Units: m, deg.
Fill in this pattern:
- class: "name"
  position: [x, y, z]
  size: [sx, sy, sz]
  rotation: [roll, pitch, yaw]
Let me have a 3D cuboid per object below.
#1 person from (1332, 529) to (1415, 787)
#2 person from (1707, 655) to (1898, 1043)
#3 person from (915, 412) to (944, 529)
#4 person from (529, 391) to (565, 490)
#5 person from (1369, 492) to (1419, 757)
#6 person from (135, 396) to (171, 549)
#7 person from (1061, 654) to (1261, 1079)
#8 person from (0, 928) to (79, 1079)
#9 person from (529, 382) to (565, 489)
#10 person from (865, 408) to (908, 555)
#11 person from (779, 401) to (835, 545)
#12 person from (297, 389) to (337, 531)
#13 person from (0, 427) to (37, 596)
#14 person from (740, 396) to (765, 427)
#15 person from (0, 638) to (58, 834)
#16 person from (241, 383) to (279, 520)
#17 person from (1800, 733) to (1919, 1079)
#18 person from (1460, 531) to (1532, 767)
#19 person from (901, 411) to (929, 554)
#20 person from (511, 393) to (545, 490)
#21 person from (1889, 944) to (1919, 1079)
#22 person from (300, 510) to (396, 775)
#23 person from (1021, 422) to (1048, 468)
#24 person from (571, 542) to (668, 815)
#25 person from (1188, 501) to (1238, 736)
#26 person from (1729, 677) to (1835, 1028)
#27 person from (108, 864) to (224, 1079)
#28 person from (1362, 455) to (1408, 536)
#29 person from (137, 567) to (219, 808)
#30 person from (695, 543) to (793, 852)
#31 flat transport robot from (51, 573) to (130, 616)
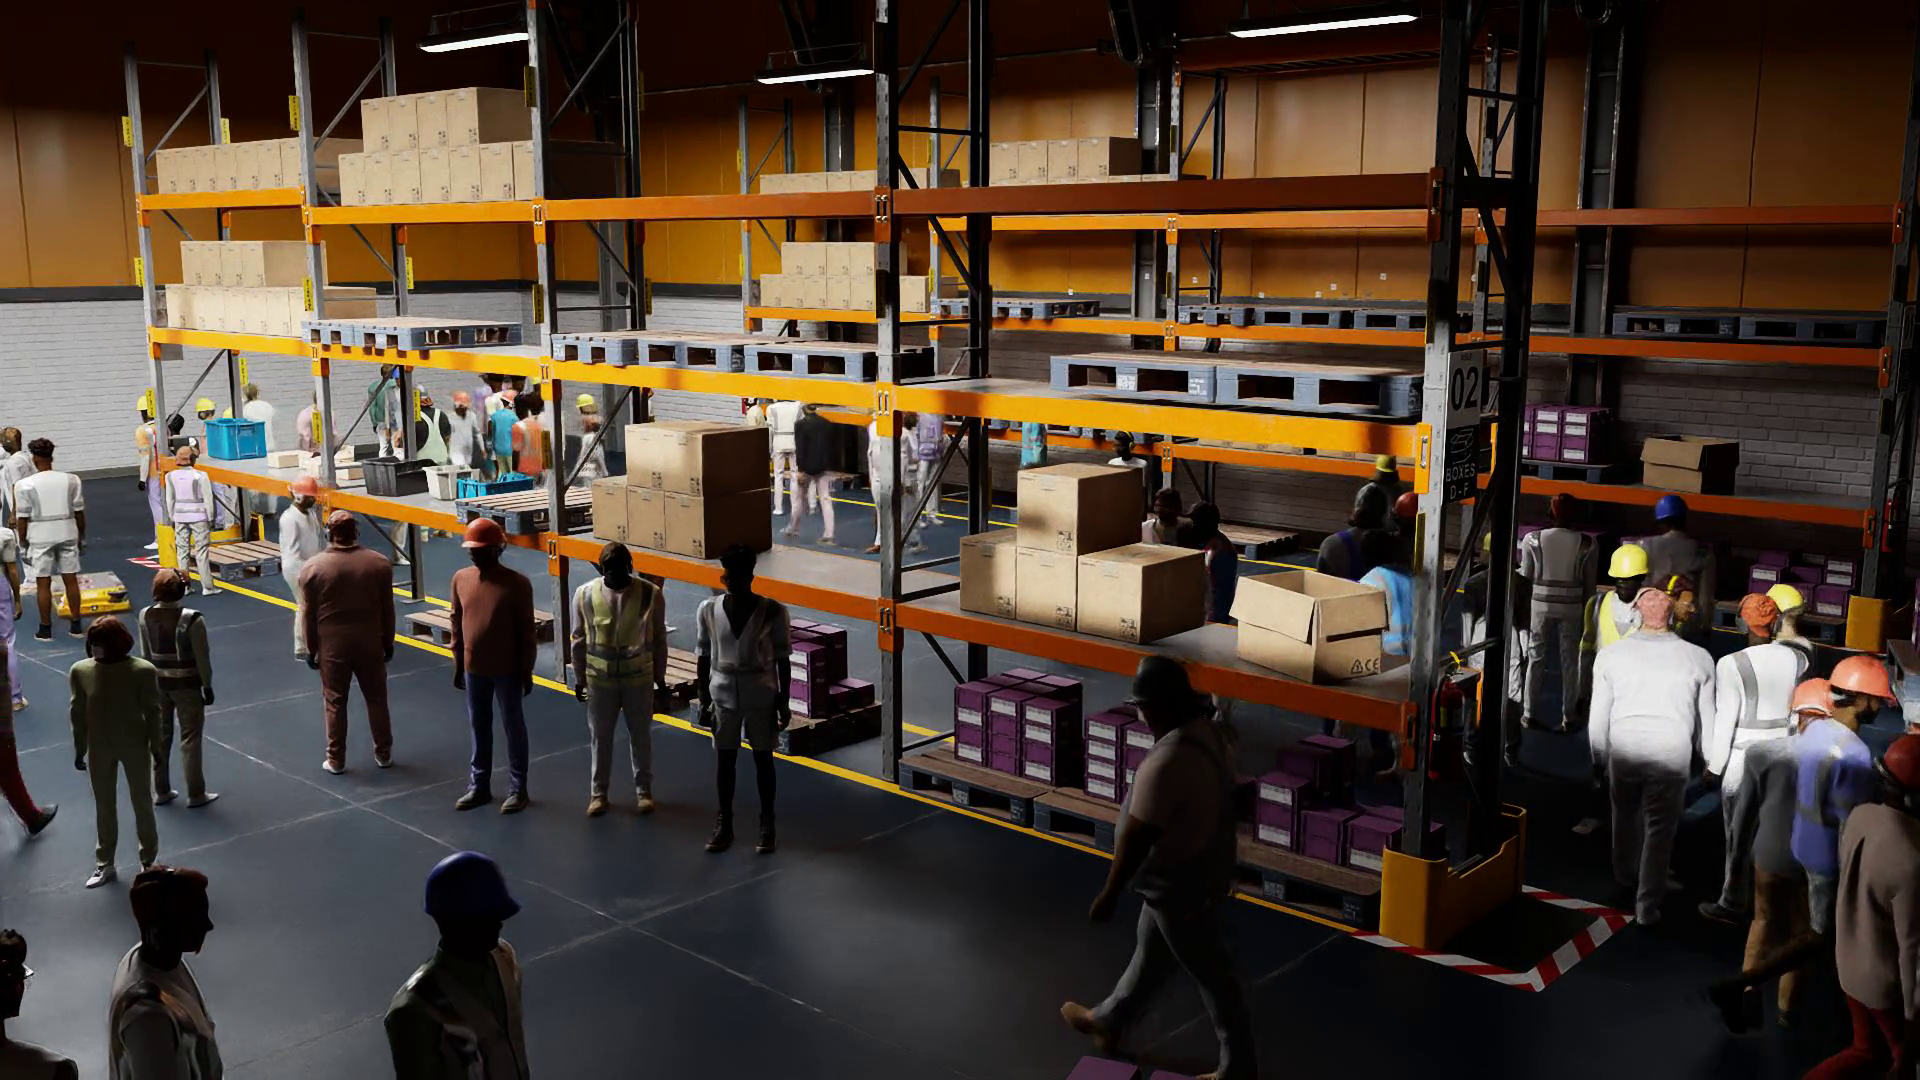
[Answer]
- class: "person"
  position: [2.855, 0.815, 11.723]
  size: [0.660, 1.807, 0.853]
  rotation: [-10, 14, -43]
- class: "person"
  position: [4.019, 1.465, 7.818]
  size: [0.829, 1.899, 0.571]
  rotation: [2, 10, 11]
- class: "person"
  position: [-0.422, -1.129, 22.346]
  size: [0.408, 1.942, 0.616]
  rotation: [10, 14, 44]
- class: "person"
  position: [-5.558, -1.047, 22.058]
  size: [0.816, 1.872, 0.680]
  rotation: [-3, 10, -16]
- class: "person"
  position: [3.301, 0.619, 12.360]
  size: [0.618, 1.986, 0.408]
  rotation: [-6, 12, -31]
- class: "person"
  position: [-10.055, -0.841, 20.774]
  size: [0.382, 1.923, 0.593]
  rotation: [2, 10, 13]
- class: "person"
  position: [0.924, 1.457, 7.453]
  size: [1.038, 2.000, 0.700]
  rotation: [4, 11, 23]
- class: "person"
  position: [-2.751, 2.031, 4.760]
  size: [0.572, 1.843, 0.373]
  rotation: [1, 10, 4]
- class: "person"
  position: [-5.850, -1.270, 23.306]
  size: [0.599, 1.892, 0.845]
  rotation: [1, 10, 5]
- class: "person"
  position: [-0.888, -0.760, 20.287]
  size: [0.375, 1.936, 0.628]
  rotation: [-10, 14, -43]
- class: "person"
  position: [-1.928, -0.927, 21.187]
  size: [0.649, 1.942, 0.973]
  rotation: [-9, 14, -43]
- class: "person"
  position: [-8.535, -1.086, 22.172]
  size: [0.396, 1.923, 0.652]
  rotation: [4, 11, 21]
- class: "person"
  position: [-10.170, -0.312, 18.026]
  size: [0.344, 1.839, 0.505]
  rotation: [-2, 10, -10]
- class: "person"
  position: [-3.026, -1.370, 24.287]
  size: [0.353, 1.741, 0.569]
  rotation: [1, 10, 5]
- class: "person"
  position: [-6.050, 1.102, 10.335]
  size: [0.543, 1.730, 0.857]
  rotation: [0, 10, 1]
- class: "person"
  position: [-9.710, -1.224, 22.973]
  size: [0.585, 1.910, 0.732]
  rotation: [3, 11, 18]
- class: "person"
  position: [3.545, 1.677, 6.407]
  size: [0.679, 1.961, 0.634]
  rotation: [1, 10, 5]
- class: "person"
  position: [3.891, 0.786, 12.123]
  size: [0.486, 1.737, 0.323]
  rotation: [2, 10, 10]
- class: "person"
  position: [-0.639, -0.754, 20.461]
  size: [0.387, 1.878, 0.620]
  rotation: [3, 11, 18]
- class: "person"
  position: [-5.409, -0.883, 21.006]
  size: [0.685, 1.933, 0.629]
  rotation: [3, 11, 18]
- class: "person"
  position: [3.463, 1.887, 5.686]
  size: [0.536, 1.822, 0.961]
  rotation: [-5, 11, -24]
- class: "person"
  position: [-4.396, 0.731, 11.980]
  size: [0.642, 1.899, 0.394]
  rotation: [-5, 11, -28]
- class: "person"
  position: [0.980, -0.956, 21.091]
  size: [0.393, 2.041, 0.613]
  rotation: [-1, 10, -7]
- class: "person"
  position: [-2.259, 0.919, 11.061]
  size: [0.630, 1.842, 0.429]
  rotation: [-1, 10, -8]
- class: "person"
  position: [1.902, 0.603, 12.886]
  size: [0.431, 1.834, 0.626]
  rotation: [-3, 10, -17]
- class: "person"
  position: [3.996, 1.527, 7.951]
  size: [0.584, 1.723, 0.604]
  rotation: [6, 12, 31]
- class: "person"
  position: [-2.479, 1.926, 5.276]
  size: [0.374, 1.879, 0.586]
  rotation: [-4, 11, -23]
- class: "person"
  position: [4.209, 0.009, 16.522]
  size: [0.505, 1.734, 0.313]
  rotation: [1, 10, 3]
- class: "person"
  position: [-5.278, 0.995, 11.224]
  size: [0.514, 1.631, 0.312]
  rotation: [2, 10, 13]
- class: "person"
  position: [-1.349, 0.979, 10.366]
  size: [0.612, 1.962, 0.364]
  rotation: [1, 10, 6]
- class: "flat transport robot"
  position: [-9.247, 0.548, 17.596]
  size: [0.652, 0.197, 1.431]
  rotation: [-7, 12, -33]
